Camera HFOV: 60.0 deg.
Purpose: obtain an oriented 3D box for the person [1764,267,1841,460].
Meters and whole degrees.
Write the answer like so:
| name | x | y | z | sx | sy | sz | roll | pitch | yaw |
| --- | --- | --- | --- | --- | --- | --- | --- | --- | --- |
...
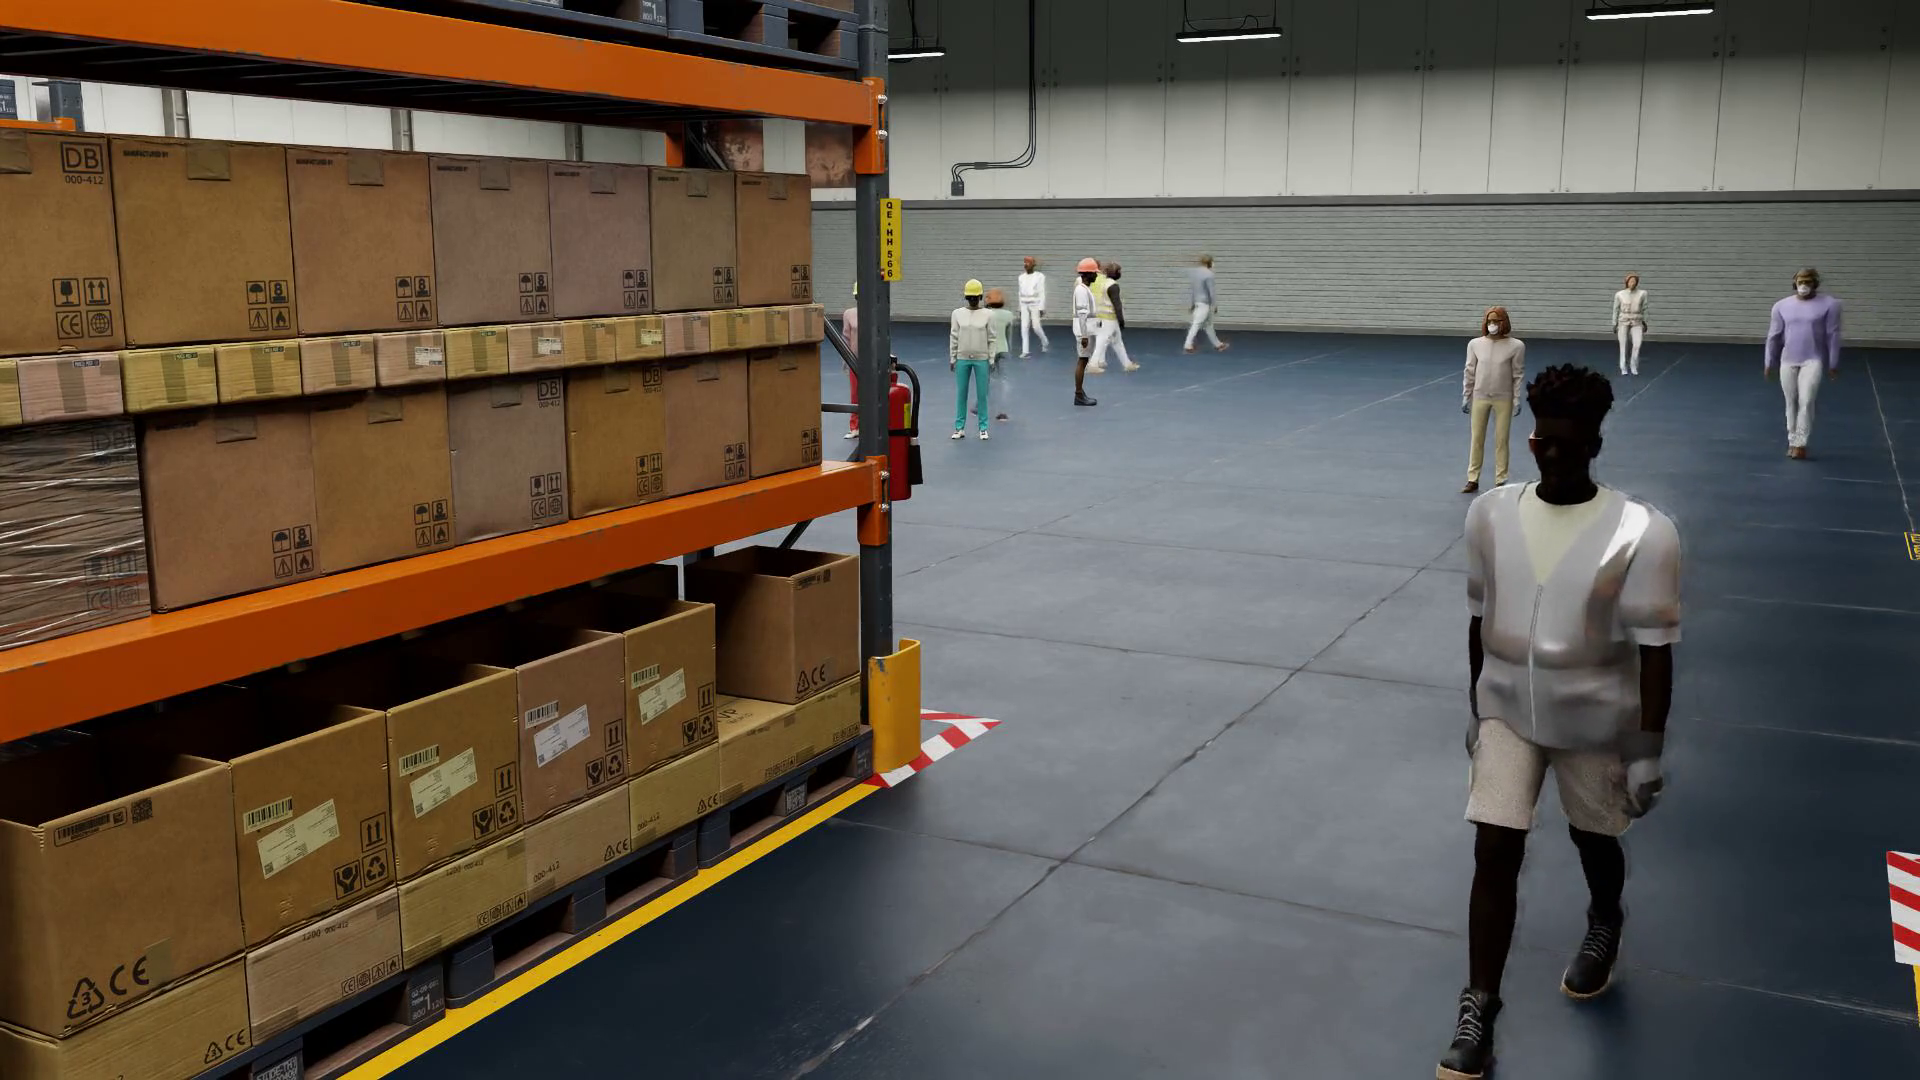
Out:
| name | x | y | z | sx | sy | sz | roll | pitch | yaw |
| --- | --- | --- | --- | --- | --- | --- | --- | --- | --- |
| person | 8.389 | -1.758 | 16.660 | 0.663 | 1.914 | 0.783 | 9 | 14 | 40 |

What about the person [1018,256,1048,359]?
| name | x | y | z | sx | sy | sz | roll | pitch | yaw |
| --- | --- | --- | --- | --- | --- | --- | --- | --- | --- |
| person | 1.342 | -4.261 | 30.445 | 0.582 | 1.869 | 0.678 | 7 | 12 | 33 |

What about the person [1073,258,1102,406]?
| name | x | y | z | sx | sy | sz | roll | pitch | yaw |
| --- | --- | --- | --- | --- | --- | --- | --- | --- | --- |
| person | 1.680 | -2.748 | 22.011 | 0.366 | 1.934 | 0.553 | 1 | 10 | 6 |

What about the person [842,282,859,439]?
| name | x | y | z | sx | sy | sz | roll | pitch | yaw |
| --- | --- | --- | --- | --- | --- | --- | --- | --- | --- |
| person | -1.048 | -1.982 | 18.300 | 0.532 | 1.767 | 0.328 | 2 | 11 | 13 |

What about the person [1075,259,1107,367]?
| name | x | y | z | sx | sy | sz | roll | pitch | yaw |
| --- | --- | --- | --- | --- | --- | --- | --- | --- | --- |
| person | 2.275 | -3.877 | 28.431 | 0.632 | 1.842 | 0.429 | 2 | 11 | 10 |

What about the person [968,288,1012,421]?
| name | x | y | z | sx | sy | sz | roll | pitch | yaw |
| --- | --- | --- | --- | --- | --- | --- | --- | --- | --- |
| person | 0.385 | -2.273 | 20.344 | 0.520 | 1.588 | 0.833 | -5 | 12 | -27 |

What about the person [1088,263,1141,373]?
| name | x | y | z | sx | sy | sz | roll | pitch | yaw |
| --- | --- | --- | --- | --- | --- | --- | --- | --- | --- |
| person | 2.508 | -3.624 | 27.199 | 0.937 | 1.792 | 0.639 | -1 | 10 | -7 |

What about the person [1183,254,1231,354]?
| name | x | y | z | sx | sy | sz | roll | pitch | yaw |
| --- | --- | --- | --- | --- | --- | --- | --- | --- | --- |
| person | 4.677 | -4.458 | 31.465 | 1.041 | 1.882 | 0.651 | -3 | 11 | -18 |

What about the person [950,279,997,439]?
| name | x | y | z | sx | sy | sz | roll | pitch | yaw |
| --- | --- | --- | --- | --- | --- | --- | --- | --- | --- |
| person | 0.140 | -1.981 | 18.306 | 0.524 | 1.765 | 0.324 | 2 | 11 | 9 |

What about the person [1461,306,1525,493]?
| name | x | y | z | sx | sy | sz | roll | pitch | yaw |
| --- | --- | --- | --- | --- | --- | --- | --- | --- | --- |
| person | 4.615 | -1.204 | 14.420 | 0.509 | 1.632 | 0.268 | 6 | 12 | 29 |

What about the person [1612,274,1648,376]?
| name | x | y | z | sx | sy | sz | roll | pitch | yaw |
| --- | --- | --- | --- | --- | --- | --- | --- | --- | --- |
| person | 10.710 | -3.432 | 26.575 | 0.549 | 1.619 | 0.537 | 3 | 11 | 15 |

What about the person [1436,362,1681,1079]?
| name | x | y | z | sx | sy | sz | roll | pitch | yaw |
| --- | --- | --- | --- | --- | --- | --- | --- | --- | --- |
| person | 1.673 | 0.461 | 4.596 | 0.614 | 1.916 | 1.048 | 8 | 13 | 38 |
